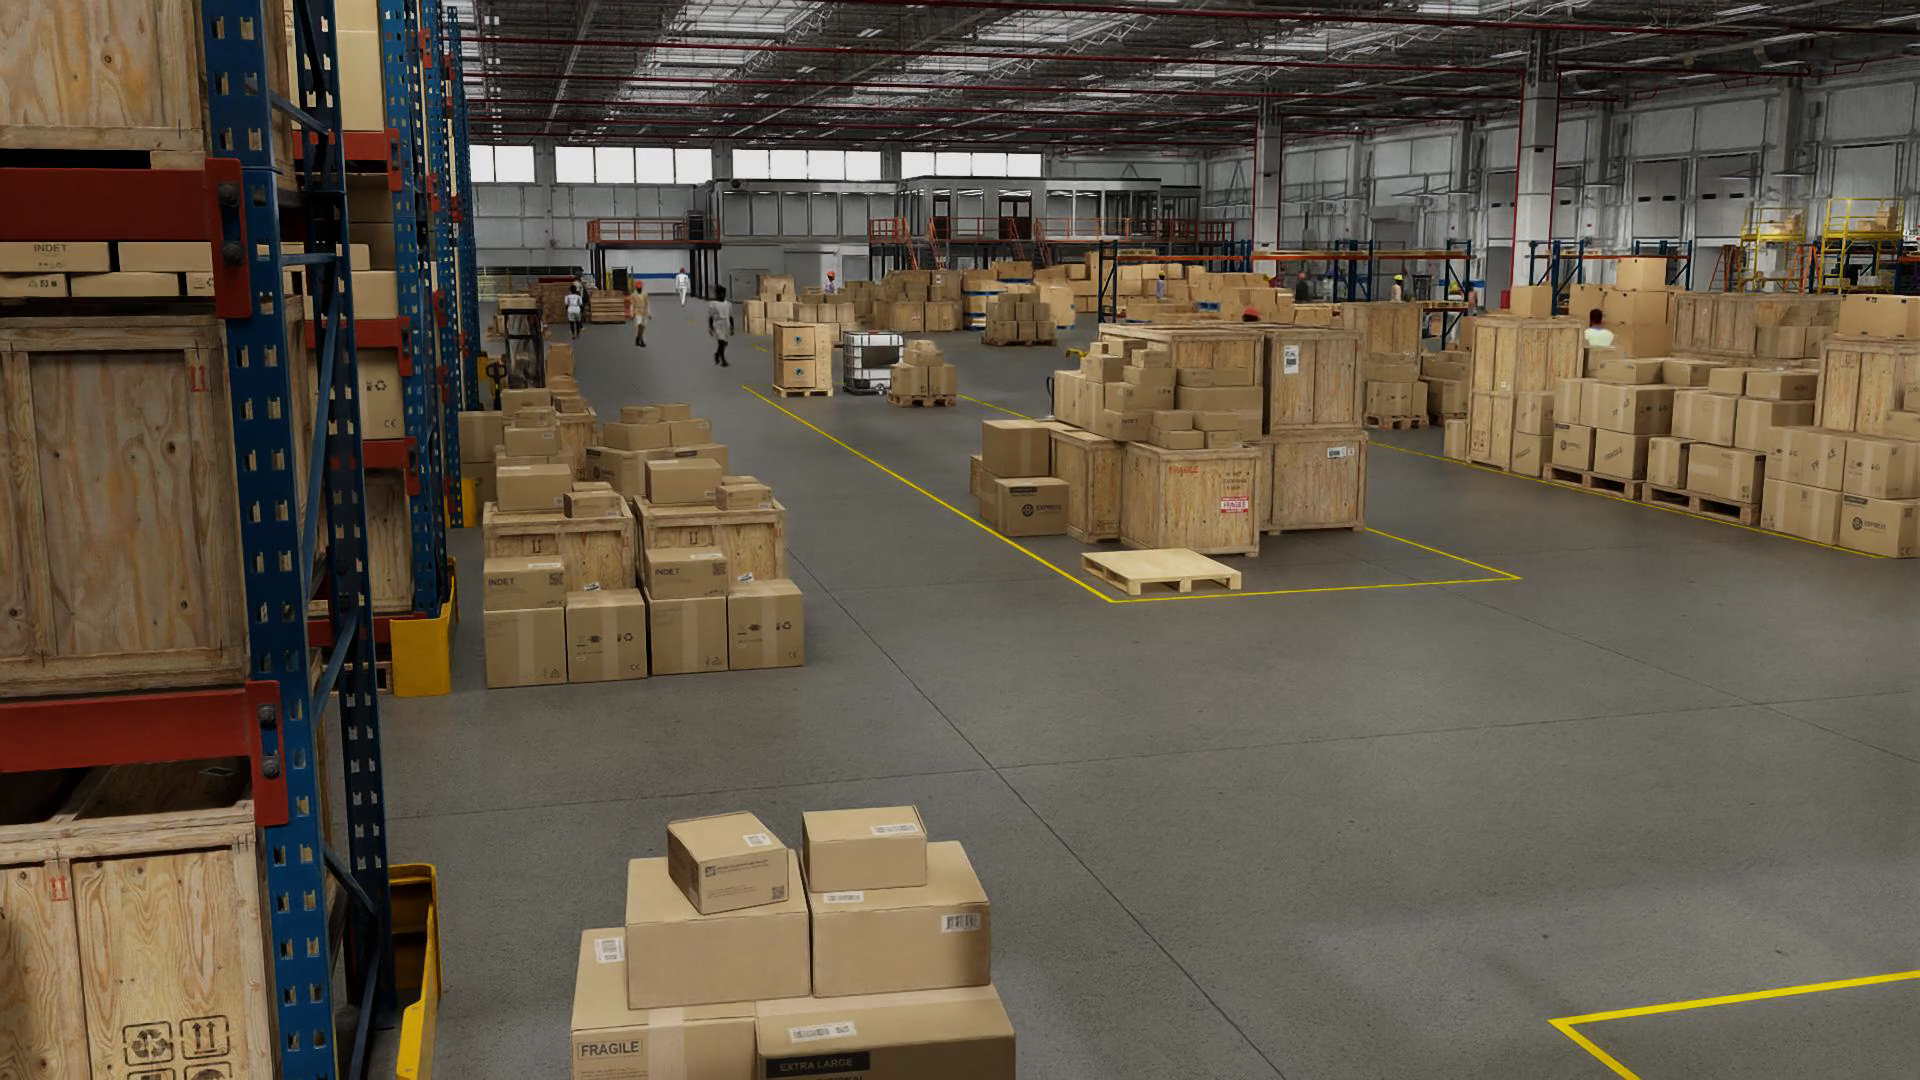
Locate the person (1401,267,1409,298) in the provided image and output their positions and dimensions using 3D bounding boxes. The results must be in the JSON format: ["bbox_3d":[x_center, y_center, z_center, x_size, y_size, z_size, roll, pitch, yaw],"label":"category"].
[{"bbox_3d":[20.616,-11.729,77.367,0.708,1.907,0.577,6,12,32],"label":"person"}]

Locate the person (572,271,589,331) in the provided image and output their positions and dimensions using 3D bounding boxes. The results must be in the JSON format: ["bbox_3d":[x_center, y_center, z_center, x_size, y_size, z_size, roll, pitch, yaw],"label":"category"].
[{"bbox_3d":[-12.881,-8.108,56.464,0.536,2.000,0.677,-3,10,-17],"label":"person"}]

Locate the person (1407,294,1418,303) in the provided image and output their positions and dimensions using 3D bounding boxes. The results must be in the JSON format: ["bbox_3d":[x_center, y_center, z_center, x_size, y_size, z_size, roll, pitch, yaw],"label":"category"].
[{"bbox_3d":[9.918,-4.518,36.708,0.543,1.834,0.489,1,10,4],"label":"person"}]

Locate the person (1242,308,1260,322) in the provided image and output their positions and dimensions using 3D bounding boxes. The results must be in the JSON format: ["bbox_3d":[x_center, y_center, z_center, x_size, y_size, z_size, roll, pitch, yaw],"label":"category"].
[{"bbox_3d":[4.490,-2.707,26.313,0.395,1.894,0.631,5,11,26],"label":"person"}]

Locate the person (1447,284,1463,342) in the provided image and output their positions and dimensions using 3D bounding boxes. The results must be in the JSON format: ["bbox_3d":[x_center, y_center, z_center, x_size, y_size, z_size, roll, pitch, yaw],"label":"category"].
[{"bbox_3d":[14.848,-6.819,50.031,0.483,1.731,0.563,5,11,28],"label":"person"}]

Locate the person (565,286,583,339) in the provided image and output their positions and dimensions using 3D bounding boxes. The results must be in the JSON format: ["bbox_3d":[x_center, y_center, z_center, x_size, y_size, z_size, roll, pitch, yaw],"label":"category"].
[{"bbox_3d":[-11.984,-7.064,51.659,0.527,1.658,0.870,-2,10,-13],"label":"person"}]

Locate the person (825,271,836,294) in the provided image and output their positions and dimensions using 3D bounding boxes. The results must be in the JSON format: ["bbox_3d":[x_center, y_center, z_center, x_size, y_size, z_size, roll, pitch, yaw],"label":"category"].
[{"bbox_3d":[-4.462,-8.284,57.499,0.417,2.034,0.603,1,10,4],"label":"person"}]

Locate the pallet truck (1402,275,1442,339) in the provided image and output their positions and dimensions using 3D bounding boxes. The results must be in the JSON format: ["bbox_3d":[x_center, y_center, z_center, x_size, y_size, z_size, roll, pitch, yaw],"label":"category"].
[{"bbox_3d":[14.620,-7.324,52.145,0.823,1.965,1.885,8,13,40],"label":"pallet truck"}]

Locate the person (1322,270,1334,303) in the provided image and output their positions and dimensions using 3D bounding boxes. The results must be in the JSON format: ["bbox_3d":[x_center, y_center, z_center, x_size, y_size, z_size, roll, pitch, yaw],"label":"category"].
[{"bbox_3d":[14.477,-9.616,65.311,0.610,1.922,0.663,6,12,32],"label":"person"}]

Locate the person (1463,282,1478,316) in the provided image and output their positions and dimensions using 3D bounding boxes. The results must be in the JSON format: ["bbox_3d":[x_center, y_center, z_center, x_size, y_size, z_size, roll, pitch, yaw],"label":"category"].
[{"bbox_3d":[17.143,-7.803,55.769,0.551,1.666,0.694,-1,10,-8],"label":"person"}]

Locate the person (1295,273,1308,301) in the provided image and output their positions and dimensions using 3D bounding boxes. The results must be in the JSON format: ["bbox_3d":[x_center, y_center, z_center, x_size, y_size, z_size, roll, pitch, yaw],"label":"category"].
[{"bbox_3d":[11.644,-8.089,56.517,0.625,1.982,0.621,9,14,43],"label":"person"}]

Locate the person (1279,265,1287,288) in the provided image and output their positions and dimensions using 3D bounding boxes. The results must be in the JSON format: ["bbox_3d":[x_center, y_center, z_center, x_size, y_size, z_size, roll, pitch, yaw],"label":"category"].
[{"bbox_3d":[15.831,-12.487,81.420,0.648,1.981,0.628,7,12,36],"label":"person"}]

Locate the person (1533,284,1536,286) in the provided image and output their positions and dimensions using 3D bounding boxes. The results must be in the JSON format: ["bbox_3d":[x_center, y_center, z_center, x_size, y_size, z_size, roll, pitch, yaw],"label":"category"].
[{"bbox_3d":[17.222,-6.814,50.018,0.780,1.733,0.526,-5,11,-25],"label":"person"}]

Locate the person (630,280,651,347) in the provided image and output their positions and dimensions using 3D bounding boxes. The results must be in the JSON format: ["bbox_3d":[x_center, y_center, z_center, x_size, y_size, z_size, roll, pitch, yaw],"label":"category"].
[{"bbox_3d":[-9.199,-6.489,47.689,0.546,1.908,0.881,-7,12,-36],"label":"person"}]

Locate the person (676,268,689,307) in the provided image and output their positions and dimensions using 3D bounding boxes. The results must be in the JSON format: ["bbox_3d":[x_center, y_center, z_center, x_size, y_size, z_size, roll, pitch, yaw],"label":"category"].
[{"bbox_3d":[-13.152,-11.968,78.906,0.589,1.840,0.970,0,10,-1],"label":"person"}]

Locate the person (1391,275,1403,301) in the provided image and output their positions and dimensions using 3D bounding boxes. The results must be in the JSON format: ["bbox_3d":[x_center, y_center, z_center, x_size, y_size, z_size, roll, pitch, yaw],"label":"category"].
[{"bbox_3d":[14.736,-7.983,56.111,0.393,1.920,0.587,1,10,8],"label":"person"}]

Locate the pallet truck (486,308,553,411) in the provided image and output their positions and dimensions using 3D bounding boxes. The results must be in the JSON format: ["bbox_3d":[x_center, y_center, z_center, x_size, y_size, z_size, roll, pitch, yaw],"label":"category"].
[{"bbox_3d":[-6.242,-2.418,24.362,0.823,1.965,1.885,1,10,3],"label":"pallet truck"}]

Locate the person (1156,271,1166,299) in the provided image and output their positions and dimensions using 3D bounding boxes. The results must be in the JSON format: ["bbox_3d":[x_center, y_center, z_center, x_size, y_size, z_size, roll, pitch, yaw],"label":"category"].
[{"bbox_3d":[7.734,-9.391,64.046,0.367,1.927,0.590,-1,10,-3],"label":"person"}]

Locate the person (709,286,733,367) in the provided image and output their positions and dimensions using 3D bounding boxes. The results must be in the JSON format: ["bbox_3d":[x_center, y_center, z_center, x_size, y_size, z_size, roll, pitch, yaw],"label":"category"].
[{"bbox_3d":[-5.734,-5.103,39.711,0.604,1.948,0.784,-7,12,-36],"label":"person"}]

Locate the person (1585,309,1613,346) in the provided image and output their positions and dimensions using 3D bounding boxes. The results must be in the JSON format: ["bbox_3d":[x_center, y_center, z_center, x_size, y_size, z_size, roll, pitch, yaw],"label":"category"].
[{"bbox_3d":[9.849,-2.641,25.907,0.620,1.896,0.516,-2,10,-10],"label":"person"}]
